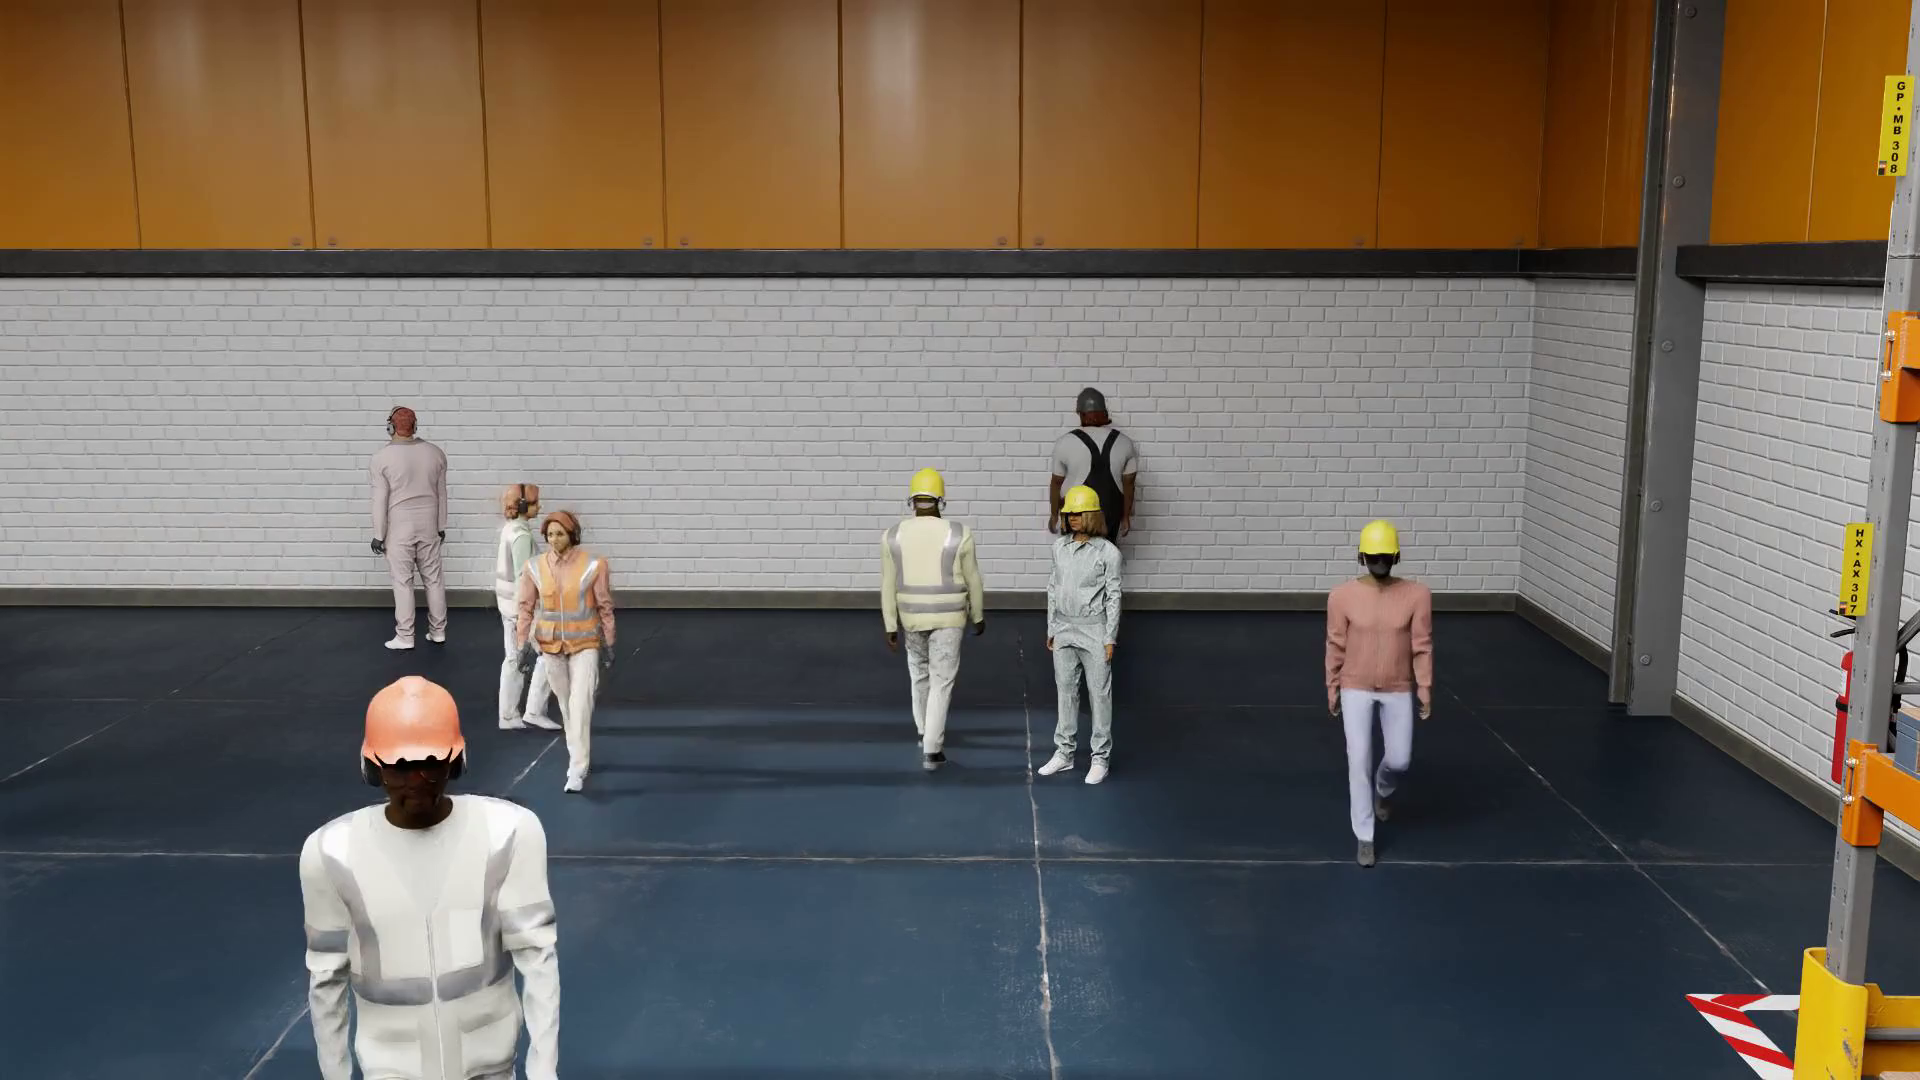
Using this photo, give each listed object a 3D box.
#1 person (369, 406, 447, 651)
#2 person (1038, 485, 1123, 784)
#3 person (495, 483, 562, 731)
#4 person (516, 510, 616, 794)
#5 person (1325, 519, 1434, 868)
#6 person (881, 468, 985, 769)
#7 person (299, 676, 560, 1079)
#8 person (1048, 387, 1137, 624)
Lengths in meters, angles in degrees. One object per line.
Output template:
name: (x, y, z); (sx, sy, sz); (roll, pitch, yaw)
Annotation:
person: (-4.323, -0.092, 13.022); (0.400, 1.910, 0.643); (9, 13, 42)
person: (0.704, 0.546, 9.693); (0.484, 1.744, 0.294); (7, 12, 35)
person: (-2.758, 0.443, 10.673); (0.519, 1.619, 0.550); (-4, 10, -23)
person: (-2.274, 0.641, 9.504); (0.546, 1.598, 0.801); (1, 10, 5)
person: (2.128, 0.740, 8.496); (0.536, 1.749, 0.629); (2, 10, 10)
person: (-0.163, 0.454, 10.094); (0.591, 1.798, 0.804); (3, 10, 17)
person: (-1.311, 1.343, 4.189); (0.614, 1.993, 0.999); (-3, 10, -19)
person: (1.052, -0.250, 13.571); (0.690, 2.000, 0.539); (-3, 10, -15)
